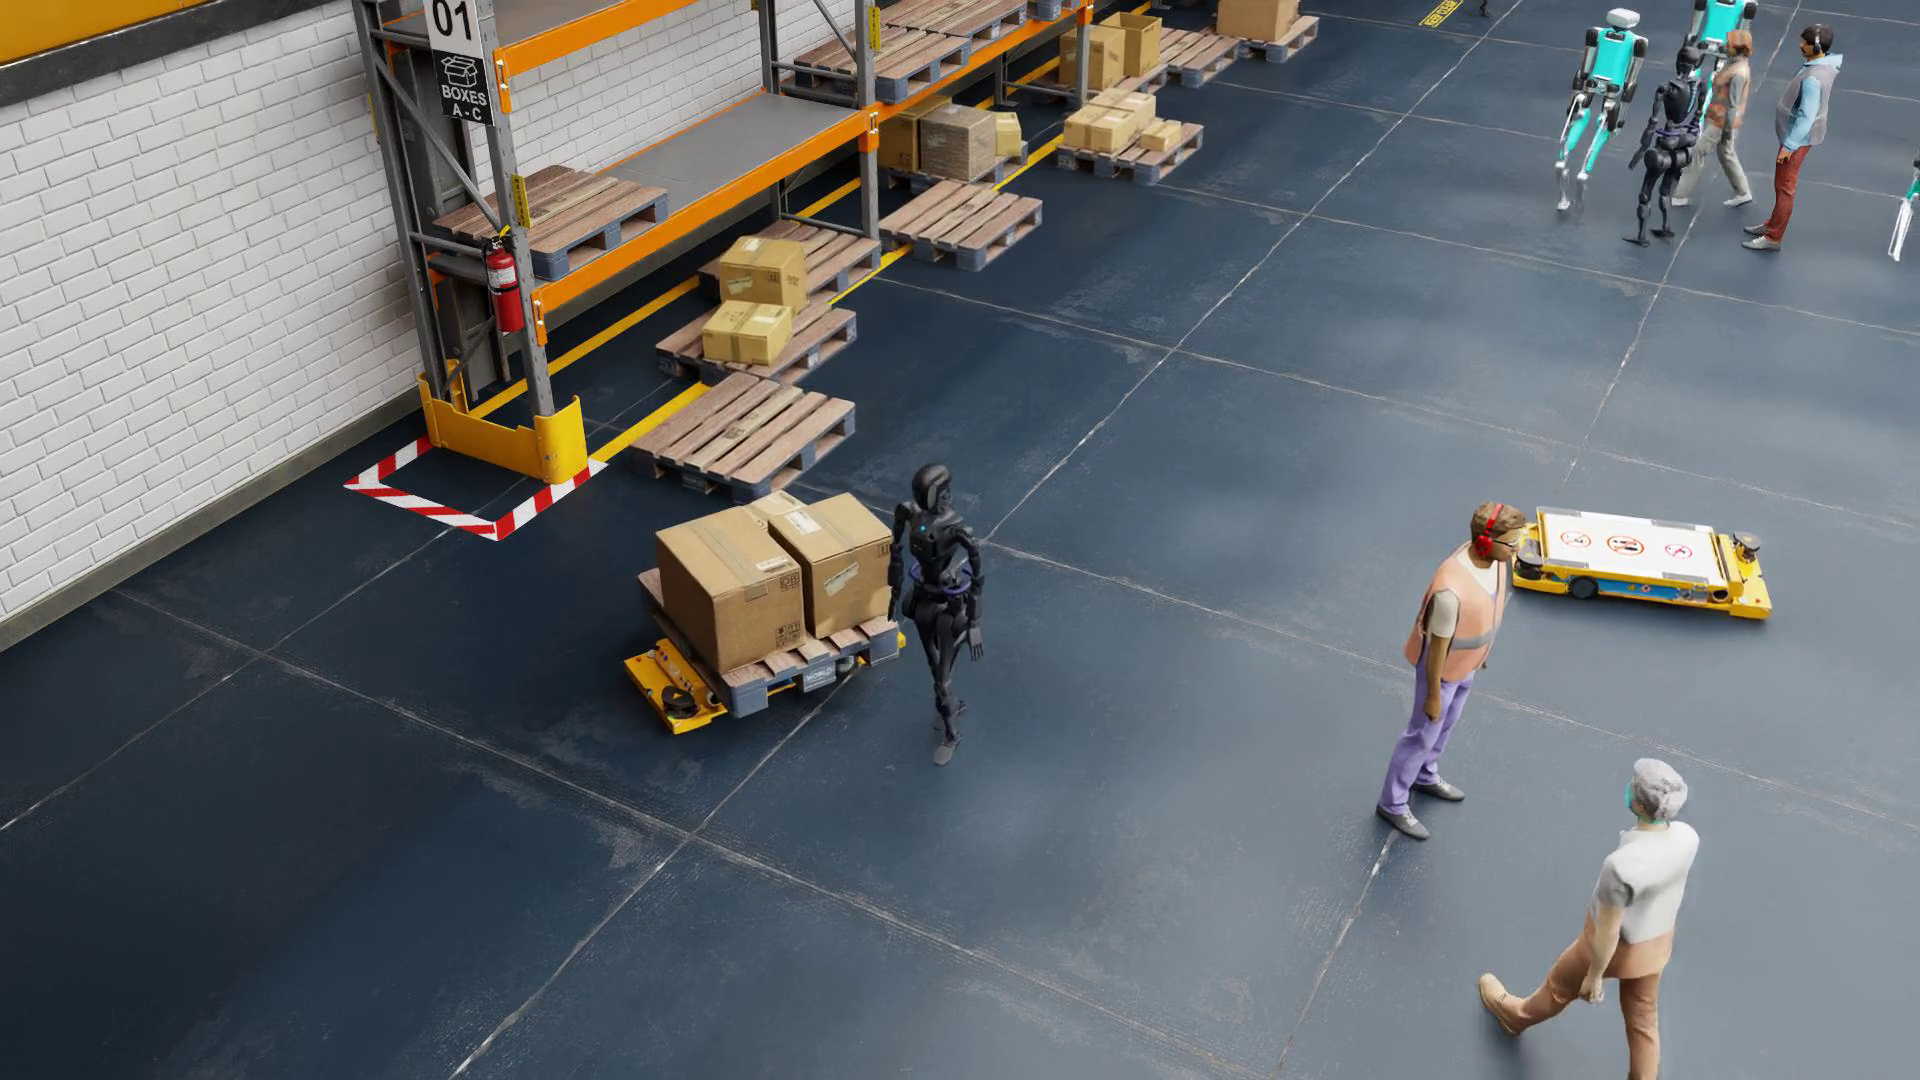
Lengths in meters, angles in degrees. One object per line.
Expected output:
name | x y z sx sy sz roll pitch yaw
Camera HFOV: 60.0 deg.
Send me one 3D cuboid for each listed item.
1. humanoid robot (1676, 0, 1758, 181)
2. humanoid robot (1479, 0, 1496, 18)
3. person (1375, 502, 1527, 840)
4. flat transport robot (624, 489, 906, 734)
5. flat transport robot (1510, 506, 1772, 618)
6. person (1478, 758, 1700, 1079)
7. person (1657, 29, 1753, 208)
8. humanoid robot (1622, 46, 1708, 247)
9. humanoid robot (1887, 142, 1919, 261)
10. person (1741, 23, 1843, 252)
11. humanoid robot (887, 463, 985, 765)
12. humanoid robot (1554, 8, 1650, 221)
humanoid robot | 6.738 -4.145 15.136 0.547 1.828 0.883 19 38 26
humanoid robot | 6.320 -6.926 19.367 0.610 1.640 0.631 -3 34 -5
person | 2.309 0.590 7.845 0.401 1.832 0.575 26 41 33
flat transport robot | -1.077 0.598 9.243 1.431 0.231 0.659 -20 38 -27
flat transport robot | 4.046 0.128 9.955 1.431 0.231 0.659 7 34 11
person | 2.551 1.522 6.549 0.501 1.699 0.901 -15 36 -22
person | 6.667 -3.632 14.436 0.779 1.608 0.523 14 36 20
humanoid robot | 5.885 -3.272 13.825 0.601 1.647 0.313 -13 36 -18
humanoid robot | 8.048 -3.168 13.636 0.533 1.786 0.813 8 34 11
person | 6.879 -3.299 13.680 0.413 1.879 0.533 16 37 22
humanoid robot | -0.114 0.327 8.385 0.609 1.642 0.468 22 39 29
humanoid robot | 5.383 -3.575 14.259 0.541 1.799 0.771 26 41 34
